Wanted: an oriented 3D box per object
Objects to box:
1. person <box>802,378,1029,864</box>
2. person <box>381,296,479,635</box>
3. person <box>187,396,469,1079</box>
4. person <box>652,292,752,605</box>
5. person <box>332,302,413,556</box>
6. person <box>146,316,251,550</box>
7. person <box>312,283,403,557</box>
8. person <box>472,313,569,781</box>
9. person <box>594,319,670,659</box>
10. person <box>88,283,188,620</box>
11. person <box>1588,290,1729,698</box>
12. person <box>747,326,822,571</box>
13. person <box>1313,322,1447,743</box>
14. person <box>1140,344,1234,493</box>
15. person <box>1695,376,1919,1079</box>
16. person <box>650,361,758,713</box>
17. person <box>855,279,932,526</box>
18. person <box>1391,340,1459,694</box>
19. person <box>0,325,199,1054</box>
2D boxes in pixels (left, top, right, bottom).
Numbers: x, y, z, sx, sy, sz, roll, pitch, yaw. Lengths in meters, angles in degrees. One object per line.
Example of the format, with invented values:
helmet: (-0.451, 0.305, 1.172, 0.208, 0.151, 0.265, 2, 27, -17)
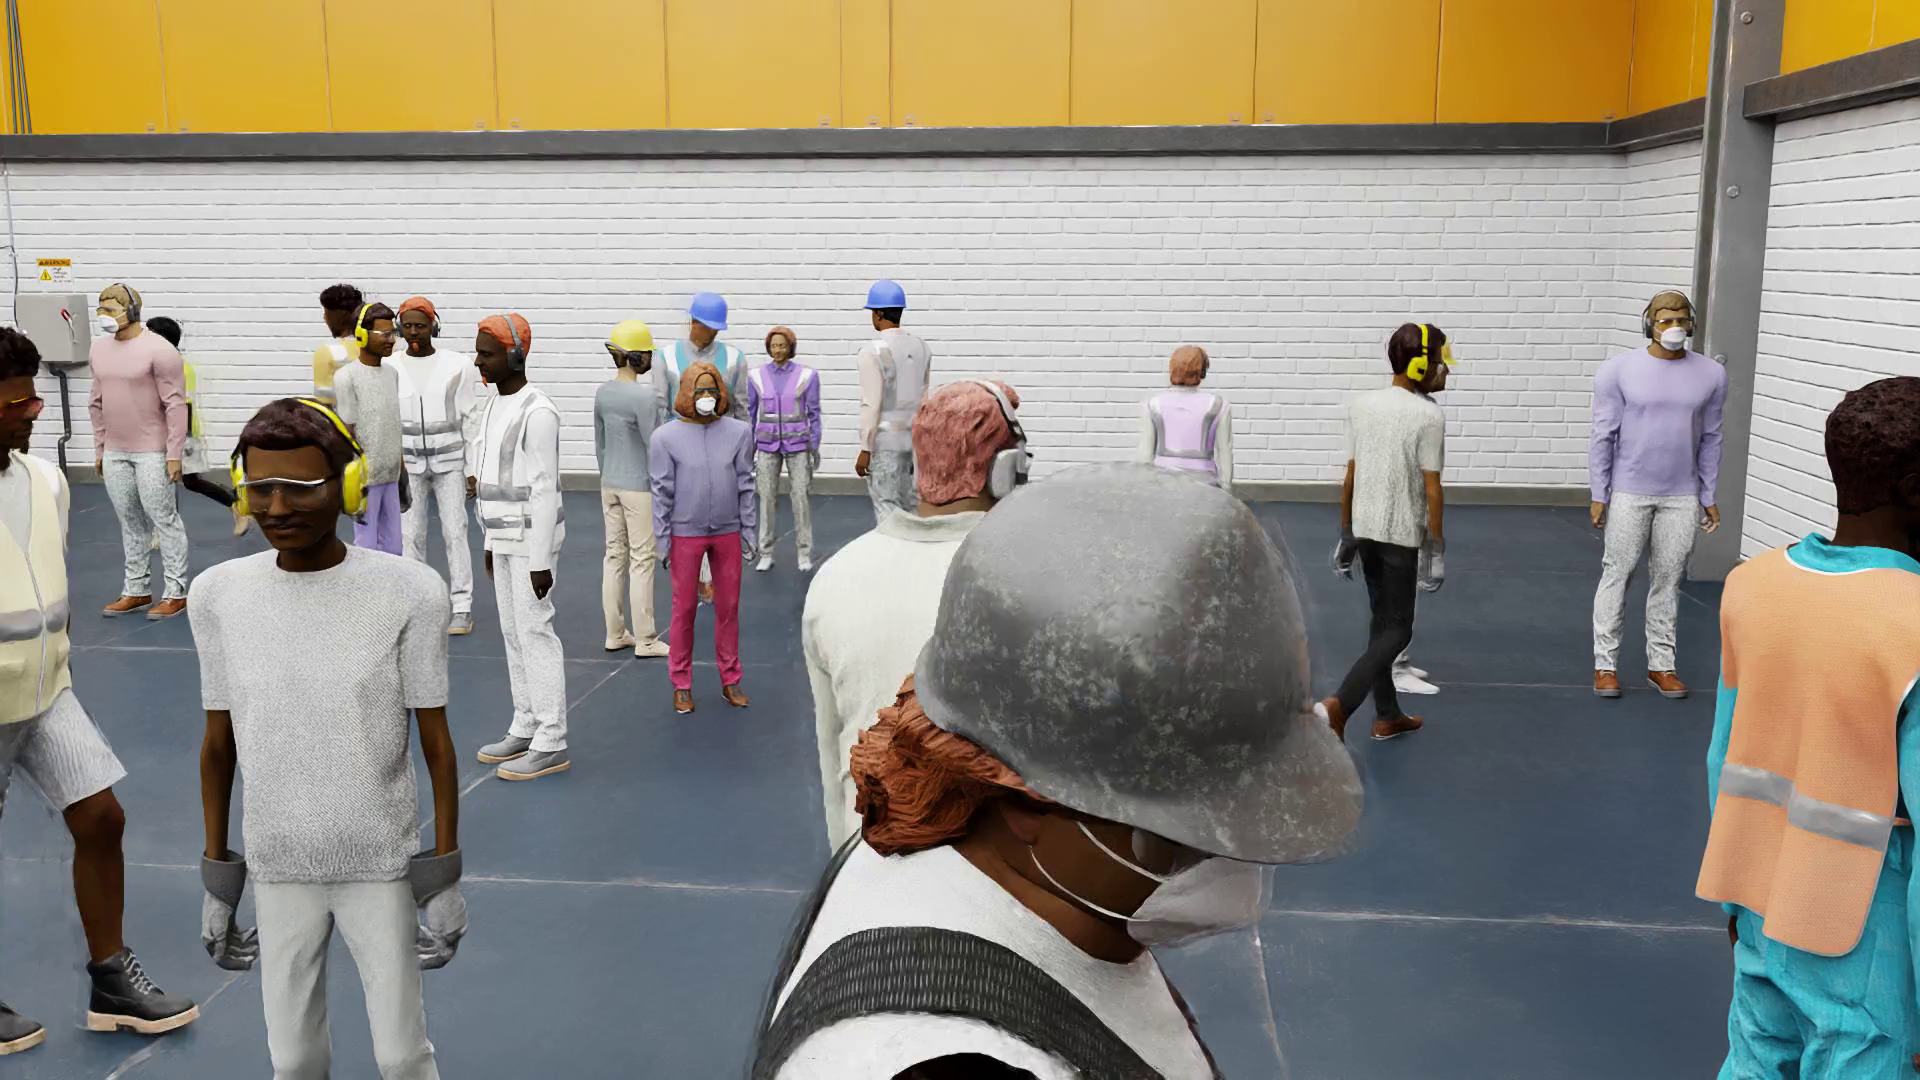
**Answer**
person: (0.025, 0.642, 3.156, 0.667, 1.884, 0.499, 7, 12, 33)
person: (-2.935, -0.397, 9.176, 0.568, 1.879, 0.349, -2, 10, -10)
person: (-1.213, 0.649, 3.219, 0.512, 1.862, 0.326, 0, 10, -3)
person: (-1.610, -0.596, 10.312, 0.637, 1.884, 0.970, -2, 10, -13)
person: (-3.016, -0.293, 8.616, 0.322, 1.862, 0.512, 3, 10, 15)
person: (-5.519, -0.766, 11.870, 0.539, 1.673, 0.739, 9, 13, 41)
person: (-3.642, -0.605, 10.216, 0.864, 1.937, 0.618, 4, 11, 24)
person: (-1.786, 0.026, 6.746, 0.352, 1.879, 0.577, -7, 12, -33)
person: (-1.700, -0.262, 8.702, 0.527, 1.768, 0.317, 9, 13, 42)
person: (-4.727, -0.503, 9.583, 0.633, 1.938, 0.356, 3, 10, 19)
person: (3.301, -0.210, 7.904, 0.627, 1.941, 0.370, 1, 10, 3)
person: (-1.166, -0.601, 11.013, 0.520, 1.633, 0.313, 0, 10, 2)
person: (1.770, 0.006, 6.994, 0.798, 1.837, 0.546, -8, 13, -38)
person: (1.215, -0.247, 9.031, 0.519, 1.623, 0.488, 3, 10, 17)
person: (1.516, 0.677, 2.895, 0.391, 1.917, 0.590, -2, 10, -12)
person: (-1.176, -0.013, 7.678, 0.493, 1.624, 0.280, -5, 11, -28)
person: (-0.415, -0.589, 10.051, 0.406, 1.946, 0.608, 8, 12, 37)
person: (2.210, -0.138, 8.055, 0.318, 1.743, 0.487, 1, 10, 6)
person: (-2.409, 0.417, 4.293, 0.791, 1.934, 0.633, 3, 10, 17)
